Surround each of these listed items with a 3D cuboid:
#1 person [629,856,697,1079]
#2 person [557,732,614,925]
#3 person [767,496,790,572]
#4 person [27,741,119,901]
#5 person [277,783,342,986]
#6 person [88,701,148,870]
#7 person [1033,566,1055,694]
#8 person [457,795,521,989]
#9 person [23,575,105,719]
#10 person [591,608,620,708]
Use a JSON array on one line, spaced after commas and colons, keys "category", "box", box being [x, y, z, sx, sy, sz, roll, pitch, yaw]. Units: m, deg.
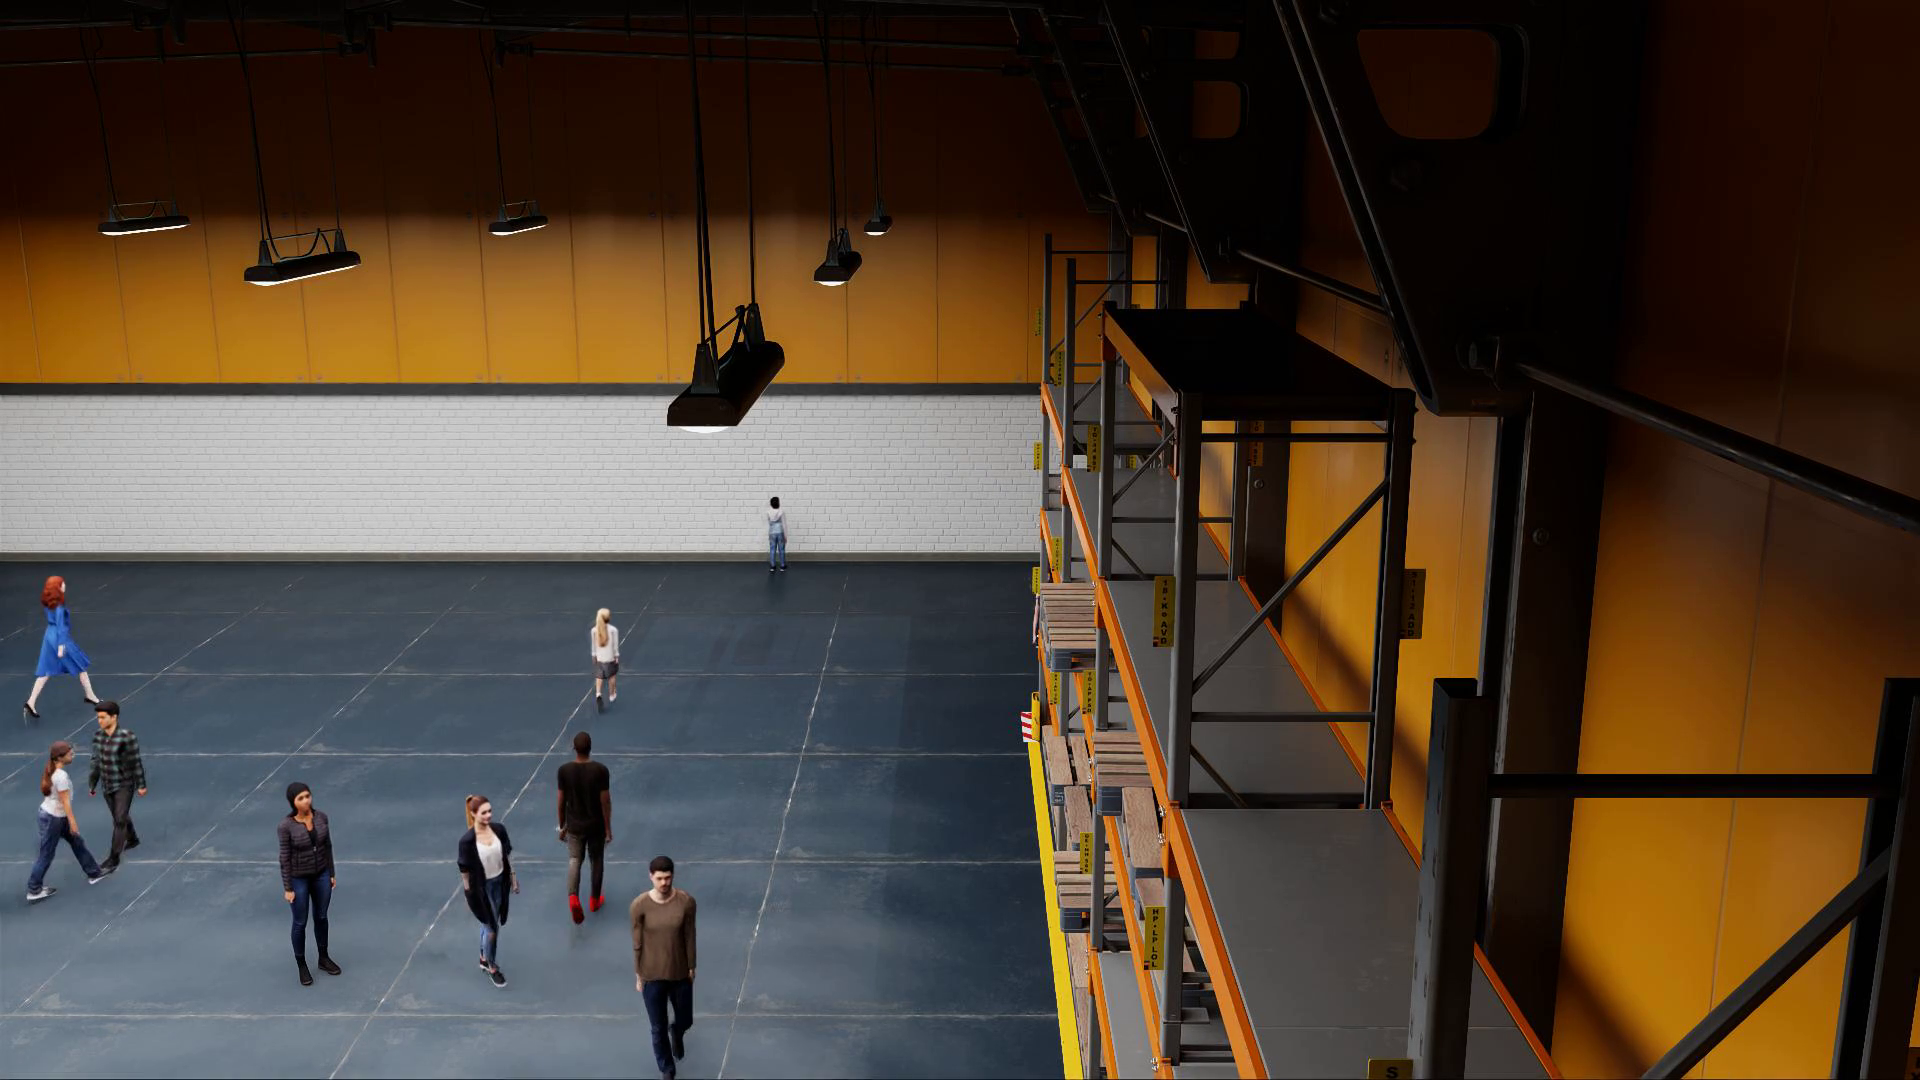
[{"category": "person", "box": [-2.245, 3.239, 12.623, 0.772, 1.874, 0.938, -3, 14, -13]}, {"category": "person", "box": [-3.448, 2.651, 15.239, 0.667, 1.787, 1.001, 0, 14, -2]}, {"category": "person", "box": [-3.063, -0.112, 27.766, 0.513, 1.260, 0.533, 3, 14, 10]}, {"category": "person", "box": [-8.636, 2.671, 15.753, 0.966, 1.506, 1.006, -11, 18, -39]}, {"category": "person", "box": [-5.587, 2.915, 14.246, 0.779, 1.742, 0.714, 12, 18, 42]}, {"category": "person", "box": [-8.465, 2.422, 16.765, 0.878, 1.685, 1.059, 4, 14, 15]}, {"category": "person", "box": [1.167, 1.175, 21.431, 0.671, 1.742, 0.699, 10, 17, 35]}, {"category": "person", "box": [-4.104, 2.955, 14.248, 0.899, 1.663, 0.848, 10, 17, 37]}, {"category": "person", "box": [-11.254, 1.367, 20.566, 1.055, 1.774, 1.239, 9, 17, 34]}, {"category": "person", "box": [-4.512, 1.497, 21.123, 0.502, 1.261, 0.773, 0, 14, 1]}]
